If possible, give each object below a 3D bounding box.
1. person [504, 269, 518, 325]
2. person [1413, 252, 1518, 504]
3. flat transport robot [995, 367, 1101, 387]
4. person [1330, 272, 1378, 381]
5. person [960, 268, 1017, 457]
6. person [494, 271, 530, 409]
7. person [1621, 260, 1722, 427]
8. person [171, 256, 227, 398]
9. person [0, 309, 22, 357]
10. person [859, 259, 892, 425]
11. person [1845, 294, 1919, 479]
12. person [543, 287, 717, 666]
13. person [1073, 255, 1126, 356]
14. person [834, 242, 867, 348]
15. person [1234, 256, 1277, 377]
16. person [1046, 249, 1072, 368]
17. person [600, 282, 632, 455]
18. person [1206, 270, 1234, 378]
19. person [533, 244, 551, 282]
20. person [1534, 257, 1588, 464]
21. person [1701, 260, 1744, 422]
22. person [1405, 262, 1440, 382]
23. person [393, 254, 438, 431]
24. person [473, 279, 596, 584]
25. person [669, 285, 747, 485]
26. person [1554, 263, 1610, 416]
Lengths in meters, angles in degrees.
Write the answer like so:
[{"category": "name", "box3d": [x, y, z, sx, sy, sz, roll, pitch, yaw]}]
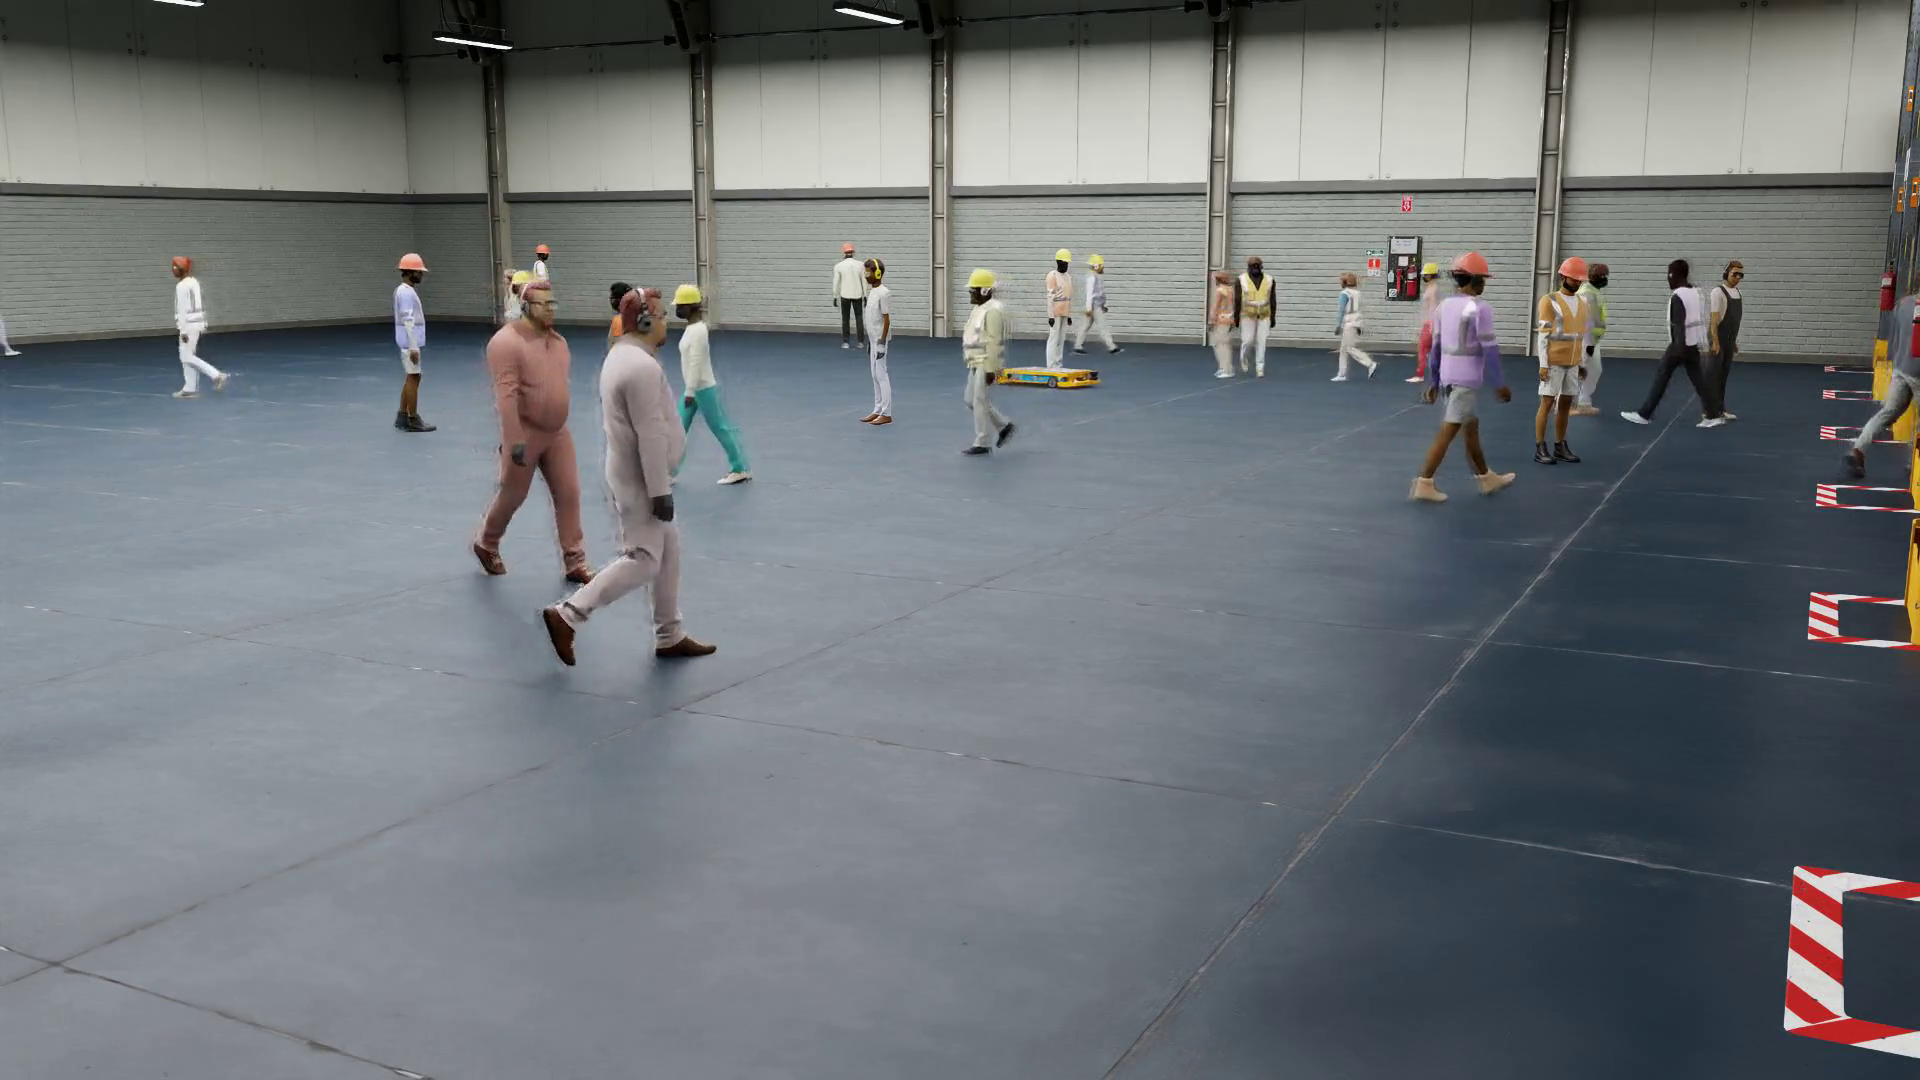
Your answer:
[{"category": "person", "box3d": [-6.553, -3.169, 24.508, 0.310, 1.638, 0.522, -1, 10, -7]}, {"category": "person", "box3d": [4.076, -1.284, 13.283, 1.059, 1.986, 0.616, -3, 11, -15]}, {"category": "flat transport robot", "box3d": [1.222, -2.328, 23.655, 1.431, 0.197, 0.652, 8, 13, 36]}, {"category": "person", "box3d": [5.766, -3.089, 24.188, 0.690, 1.610, 0.524, 7, 12, 32]}, {"category": "person", "box3d": [0.272, -1.706, 16.057, 0.512, 1.818, 0.597, -3, 11, -15]}, {"category": "person", "box3d": [-5.296, -2.427, 20.303, 0.519, 1.692, 0.907, 7, 12, 32]}, {"category": "person", "box3d": [8.032, -2.175, 18.531, 0.618, 1.869, 1.052, -10, 15, -44]}, {"category": "person", "box3d": [-10.033, -2.780, 21.792, 0.636, 1.867, 0.576, -2, 11, -8]}, {"category": "person", "box3d": [-16.829, -4.073, 29.113, 0.668, 1.743, 0.553, -6, 12, -30]}, {"category": "person", "box3d": [-0.944, -2.230, 18.769, 0.328, 1.868, 0.521, -3, 11, -18]}, {"category": "person", "box3d": [8.233, -1.449, 14.470, 0.956, 1.895, 0.684, -1, 10, -5]}, {"category": "person", "box3d": [-1.641, -0.297, 8.187, 0.779, 1.882, 0.651, -3, 11, -15]}, {"category": "person", "box3d": [2.450, -4.162, 29.543, 0.960, 1.779, 0.594, 1, 10, 7]}, {"category": "person", "box3d": [-2.064, -4.619, 31.454, 0.624, 1.992, 0.393, -2, 11, -13]}, {"category": "person", "box3d": [4.457, -3.379, 25.142, 0.639, 1.823, 0.490, -1, 10, -3]}, {"category": "person", "box3d": [1.518, -3.423, 25.117, 0.383, 1.923, 0.590, 7, 12, 33]}, {"category": "person", "box3d": [-3.262, -1.627, 15.980, 0.495, 1.676, 0.550, 1, 10, 7]}, {"category": "person", "box3d": [3.918, -3.233, 24.929, 0.522, 1.615, 0.543, 5, 12, 27]}, {"category": "person", "box3d": [-8.591, -5.114, 34.300, 0.373, 1.935, 0.552, -4, 11, -22]}, {"category": "person", "box3d": [5.648, -1.669, 15.544, 0.543, 1.928, 0.374, -4, 11, -22]}, {"category": "person", "box3d": [8.783, -2.279, 19.104, 0.505, 1.842, 0.349, -8, 13, -36]}, {"category": "person", "box3d": [6.884, -3.146, 24.098, 0.702, 1.741, 0.532, 2, 11, 13]}, {"category": "person", "box3d": [-5.996, -2.134, 18.101, 0.531, 1.930, 0.564, -3, 11, -18]}, {"category": "person", "box3d": [-2.652, -0.668, 10.255, 0.948, 1.873, 0.634, 7, 13, 35]}, {"category": "person", "box3d": [-2.244, -1.297, 14.089, 0.930, 1.710, 0.534, -4, 11, -20]}, {"category": "person", "box3d": [7.344, -2.345, 19.567, 0.627, 1.804, 0.643, 6, 12, 31]}]
